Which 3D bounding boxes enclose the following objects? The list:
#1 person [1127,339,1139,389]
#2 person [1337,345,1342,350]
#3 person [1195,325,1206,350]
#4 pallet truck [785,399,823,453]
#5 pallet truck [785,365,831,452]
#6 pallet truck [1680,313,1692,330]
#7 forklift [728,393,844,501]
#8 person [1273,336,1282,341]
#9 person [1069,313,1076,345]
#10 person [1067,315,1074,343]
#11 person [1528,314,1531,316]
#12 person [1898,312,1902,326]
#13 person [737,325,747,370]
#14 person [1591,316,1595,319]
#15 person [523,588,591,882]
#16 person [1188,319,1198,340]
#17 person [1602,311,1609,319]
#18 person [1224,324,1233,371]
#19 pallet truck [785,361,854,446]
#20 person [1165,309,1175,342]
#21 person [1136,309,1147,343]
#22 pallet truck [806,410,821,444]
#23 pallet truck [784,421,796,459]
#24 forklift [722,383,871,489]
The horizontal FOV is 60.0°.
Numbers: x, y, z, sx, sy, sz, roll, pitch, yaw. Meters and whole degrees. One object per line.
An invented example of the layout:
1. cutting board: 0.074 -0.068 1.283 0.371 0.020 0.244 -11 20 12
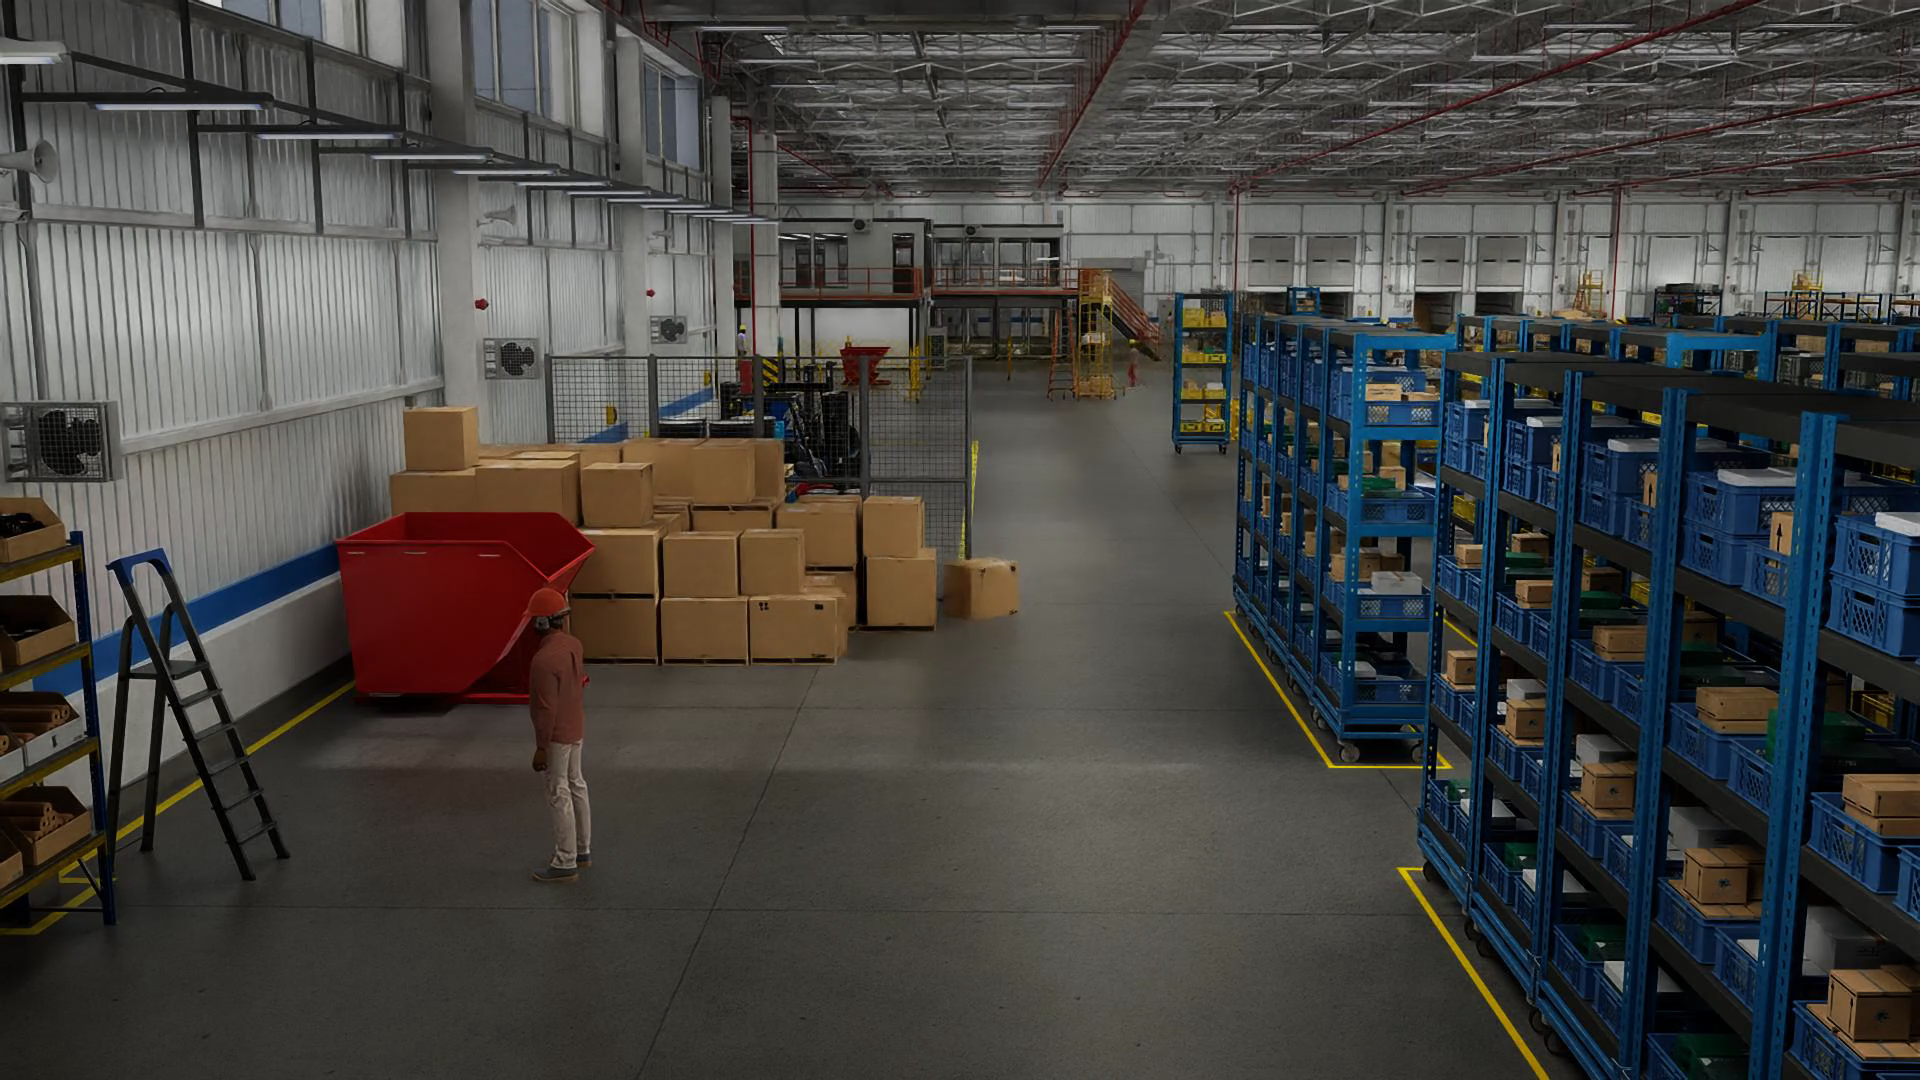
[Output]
1. person: 5.940 -6.078 57.500 0.374 1.752 0.551 2 9 13
2. person: 16.317 -8.473 71.783 0.644 1.917 0.479 -1 9 -4
3. person: 12.440 -10.733 85.919 0.592 1.874 0.956 1 9 9
4. pallet truck: -3.814 -2.432 36.419 1.630 1.274 0.653 0 9 1
5. pallet truck: -3.774 -2.976 37.635 1.885 1.965 0.823 1 9 5
6. pallet truck: 36.315 -10.531 84.244 0.823 1.965 1.885 -6 11 -33
7. forklift: -2.979 -1.316 26.476 2.680 1.987 1.157 0 9 1
8. person: 12.438 -7.517 65.514 0.825 2.000 0.712 3 10 18
9. person: 6.297 -11.591 91.423 0.963 1.800 0.646 -6 11 -35
10. person: 5.911 -11.699 92.271 0.905 1.719 0.538 -6 11 -34
11. person: 30.276 -11.129 88.525 0.882 1.805 0.638 5 11 29
12. person: 52.211 -11.785 92.525 1.011 1.831 0.583 -4 10 -26
13. person: -8.704 -7.650 66.688 0.374 1.923 0.595 -6 11 -31
14. person: 31.337 -10.185 82.603 0.944 1.827 0.559 -3 10 -17
15. person: -2.730 1.308 11.219 0.395 1.993 0.616 2 9 10
16. person: 13.826 -12.579 97.962 0.887 1.642 0.537 -1 9 -5
17. person: 34.057 -11.147 88.195 1.007 1.959 0.608 4 10 25
18. person: 11.052 -7.925 68.352 0.374 1.935 0.552 -1 9 -6
19. pallet truck: -3.410 -3.193 38.978 1.885 1.965 0.823 0 9 -1
20. person: 12.030 -12.266 95.237 0.608 1.893 0.883 1 9 5
21. person: 9.901 -11.580 90.718 0.609 1.996 0.383 1 9 6
22. pallet truck: -3.559 -2.018 33.905 1.522 1.261 0.704 0 9 -1
23. pallet truck: -4.013 -1.793 32.705 1.601 1.201 0.680 0 9 1
24. forklift: -2.893 -1.687 28.729 2.680 1.987 1.157 0 9 -1
